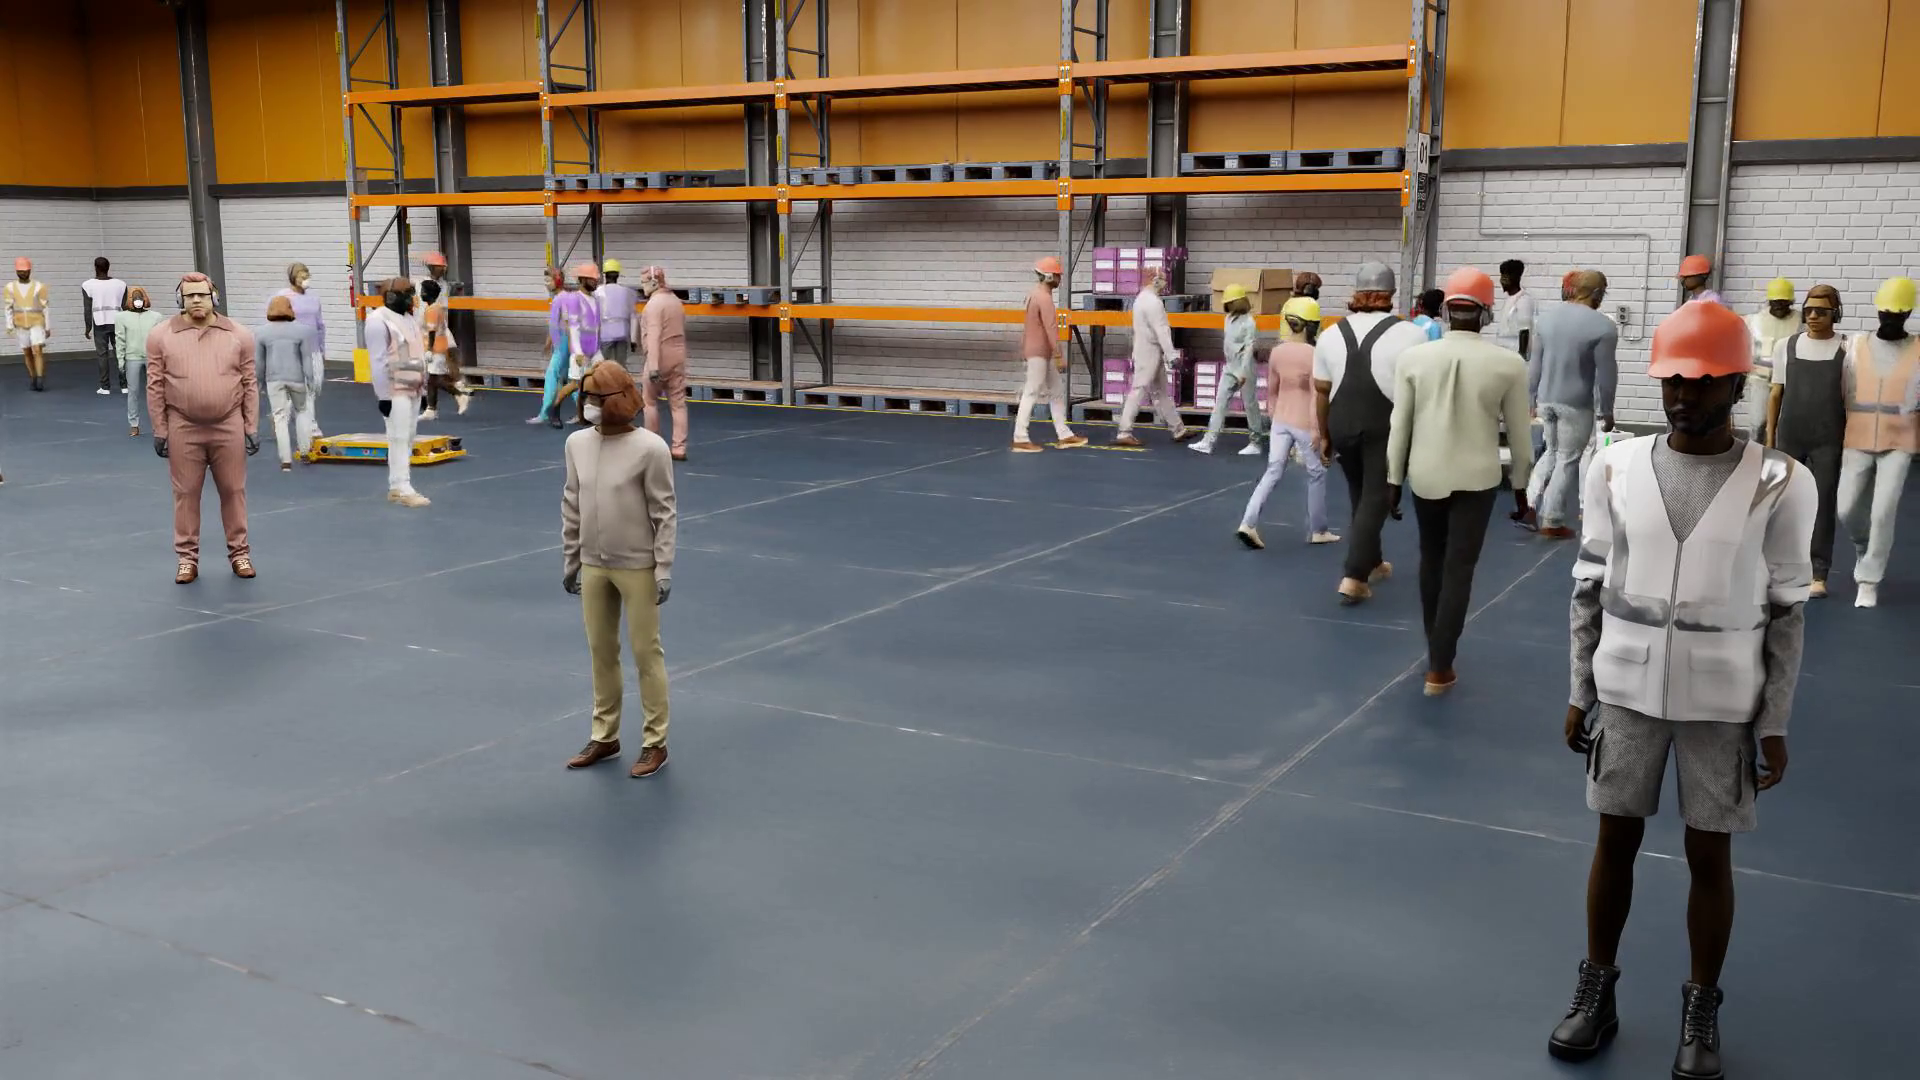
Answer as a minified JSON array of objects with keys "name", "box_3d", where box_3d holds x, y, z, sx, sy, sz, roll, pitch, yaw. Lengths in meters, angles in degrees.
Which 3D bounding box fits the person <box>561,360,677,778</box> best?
[{"name":"person","box_3d":[-1.339,0.114,6.502,0.507,1.631,0.273,5,11,25]}]

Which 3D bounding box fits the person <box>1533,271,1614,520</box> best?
[{"name":"person","box_3d":[4.624,-1.084,12.581,0.575,1.882,0.359,3,11,18]}]

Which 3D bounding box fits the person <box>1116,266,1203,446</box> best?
[{"name":"person","box_3d":[2.068,-1.893,17.224,0.958,1.856,0.649,0,10,1]}]

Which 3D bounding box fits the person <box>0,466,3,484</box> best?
[{"name":"person","box_3d":[-8.456,-1.364,14.205,0.309,1.868,0.535,-3,10,-16]}]

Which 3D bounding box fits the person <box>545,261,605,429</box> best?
[{"name":"person","box_3d":[-4.219,-2.139,18.504,0.890,1.914,0.554,5,11,27]}]

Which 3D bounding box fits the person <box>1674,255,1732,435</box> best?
[{"name":"person","box_3d":[7.039,-1.707,15.867,0.877,1.984,0.642,2,10,10]}]

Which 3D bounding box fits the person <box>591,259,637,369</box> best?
[{"name":"person","box_3d":[-4.352,-2.564,20.876,0.615,1.908,0.420,-7,12,-34]}]

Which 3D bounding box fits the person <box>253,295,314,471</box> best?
[{"name":"person","box_3d":[-6.274,-1.459,15.455,0.503,1.610,0.659,-5,11,-24]}]

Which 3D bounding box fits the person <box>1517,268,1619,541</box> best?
[{"name":"person","box_3d":[4.268,-0.931,11.631,0.436,1.912,0.661,-6,11,-29]}]

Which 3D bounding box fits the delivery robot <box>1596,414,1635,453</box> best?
[{"name":"delivery robot","box_3d":[5.736,-0.895,15.006,0.477,0.478,0.707,-3,11,-19]}]

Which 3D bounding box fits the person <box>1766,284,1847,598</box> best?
[{"name":"person","box_3d":[5.026,-0.578,9.823,0.505,1.846,0.347,8,13,38]}]

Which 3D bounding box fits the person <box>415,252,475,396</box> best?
[{"name":"person","box_3d":[-7.236,-2.966,22.968,1.069,1.992,0.614,6,12,30]}]

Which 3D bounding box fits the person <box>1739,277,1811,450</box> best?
[{"name":"person","box_3d":[7.132,-1.387,14.511,0.655,1.802,0.458,4,11,22]}]

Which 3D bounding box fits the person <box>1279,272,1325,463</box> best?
[{"name":"person","box_3d":[3.284,-1.645,15.952,0.446,1.824,0.639,-1,10,-5]}]

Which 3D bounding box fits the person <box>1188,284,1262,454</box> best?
[{"name":"person","box_3d":[2.667,-1.659,16.353,0.881,1.687,0.509,-6,12,-30]}]

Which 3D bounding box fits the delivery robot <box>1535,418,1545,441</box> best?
[{"name":"delivery robot","box_3d":[5.662,-1.023,15.727,0.477,0.478,0.707,-2,10,-9]}]

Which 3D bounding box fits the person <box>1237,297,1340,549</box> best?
[{"name":"person","box_3d":[2.261,-0.797,11.385,0.873,1.732,0.530,-7,12,-36]}]

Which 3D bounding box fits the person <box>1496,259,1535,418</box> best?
[{"name":"person","box_3d":[5.615,-1.864,16.824,0.464,1.942,0.644,0,10,0]}]

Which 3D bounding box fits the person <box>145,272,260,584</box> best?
[{"name":"person","box_3d":[-4.661,-0.691,10.290,0.642,1.909,0.410,-5,11,-27]}]

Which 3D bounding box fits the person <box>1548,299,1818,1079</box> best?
[{"name":"person","box_3d":[1.771,0.384,4.111,0.543,1.939,0.359,6,12,32]}]

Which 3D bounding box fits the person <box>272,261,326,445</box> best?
[{"name":"person","box_3d":[-6.916,-1.942,17.352,0.765,1.917,0.640,4,11,20]}]

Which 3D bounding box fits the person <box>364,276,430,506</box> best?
[{"name":"person","box_3d":[-4.483,-1.197,13.362,0.429,1.845,0.626,1,10,8]}]

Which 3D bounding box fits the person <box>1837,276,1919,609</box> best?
[{"name":"person","box_3d":[5.345,-0.573,9.643,0.603,1.903,0.625,8,13,40]}]

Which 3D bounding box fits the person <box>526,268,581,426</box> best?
[{"name":"person","box_3d":[-4.682,-2.210,19.160,0.854,1.809,0.570,-3,10,-15]}]

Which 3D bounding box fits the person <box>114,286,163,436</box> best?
[{"name":"person","box_3d":[-8.985,-1.964,18.270,0.507,1.633,0.278,-8,13,-37]}]

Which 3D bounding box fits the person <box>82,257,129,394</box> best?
[{"name":"person","box_3d":[-11.988,-3.011,23.396,0.600,1.916,0.377,-9,13,-40]}]

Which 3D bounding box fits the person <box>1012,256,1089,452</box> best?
[{"name":"person","box_3d":[0.944,-1.847,16.698,0.919,1.955,0.642,0,10,-1]}]

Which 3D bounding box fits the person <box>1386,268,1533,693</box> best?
[{"name":"person","box_3d":[2.398,-0.299,7.916,0.642,1.951,0.935,5,11,27]}]

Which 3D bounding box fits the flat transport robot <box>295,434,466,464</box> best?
[{"name":"flat transport robot","box_3d":[-5.579,-0.888,16.031,1.431,0.197,0.652,2,10,11]}]

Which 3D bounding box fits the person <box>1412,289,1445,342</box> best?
[{"name":"person","box_3d":[4.547,-1.597,16.113,0.695,1.653,0.594,-1,10,-6]}]

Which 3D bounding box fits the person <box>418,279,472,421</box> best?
[{"name":"person","box_3d":[-6.178,-2.246,19.713,0.591,1.681,0.544,-3,10,-16]}]

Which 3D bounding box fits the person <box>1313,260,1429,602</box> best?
[{"name":"person","box_3d":[2.449,-0.681,9.852,0.686,2.000,1.008,8,13,39]}]

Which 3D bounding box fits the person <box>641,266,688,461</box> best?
[{"name":"person","box_3d":[-2.920,-1.708,16.152,0.792,1.862,0.628,6,12,32]}]

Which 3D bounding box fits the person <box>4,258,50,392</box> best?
[{"name":"person","box_3d":[-13.264,-3.049,23.644,0.552,1.893,0.953,-3,10,-17]}]
